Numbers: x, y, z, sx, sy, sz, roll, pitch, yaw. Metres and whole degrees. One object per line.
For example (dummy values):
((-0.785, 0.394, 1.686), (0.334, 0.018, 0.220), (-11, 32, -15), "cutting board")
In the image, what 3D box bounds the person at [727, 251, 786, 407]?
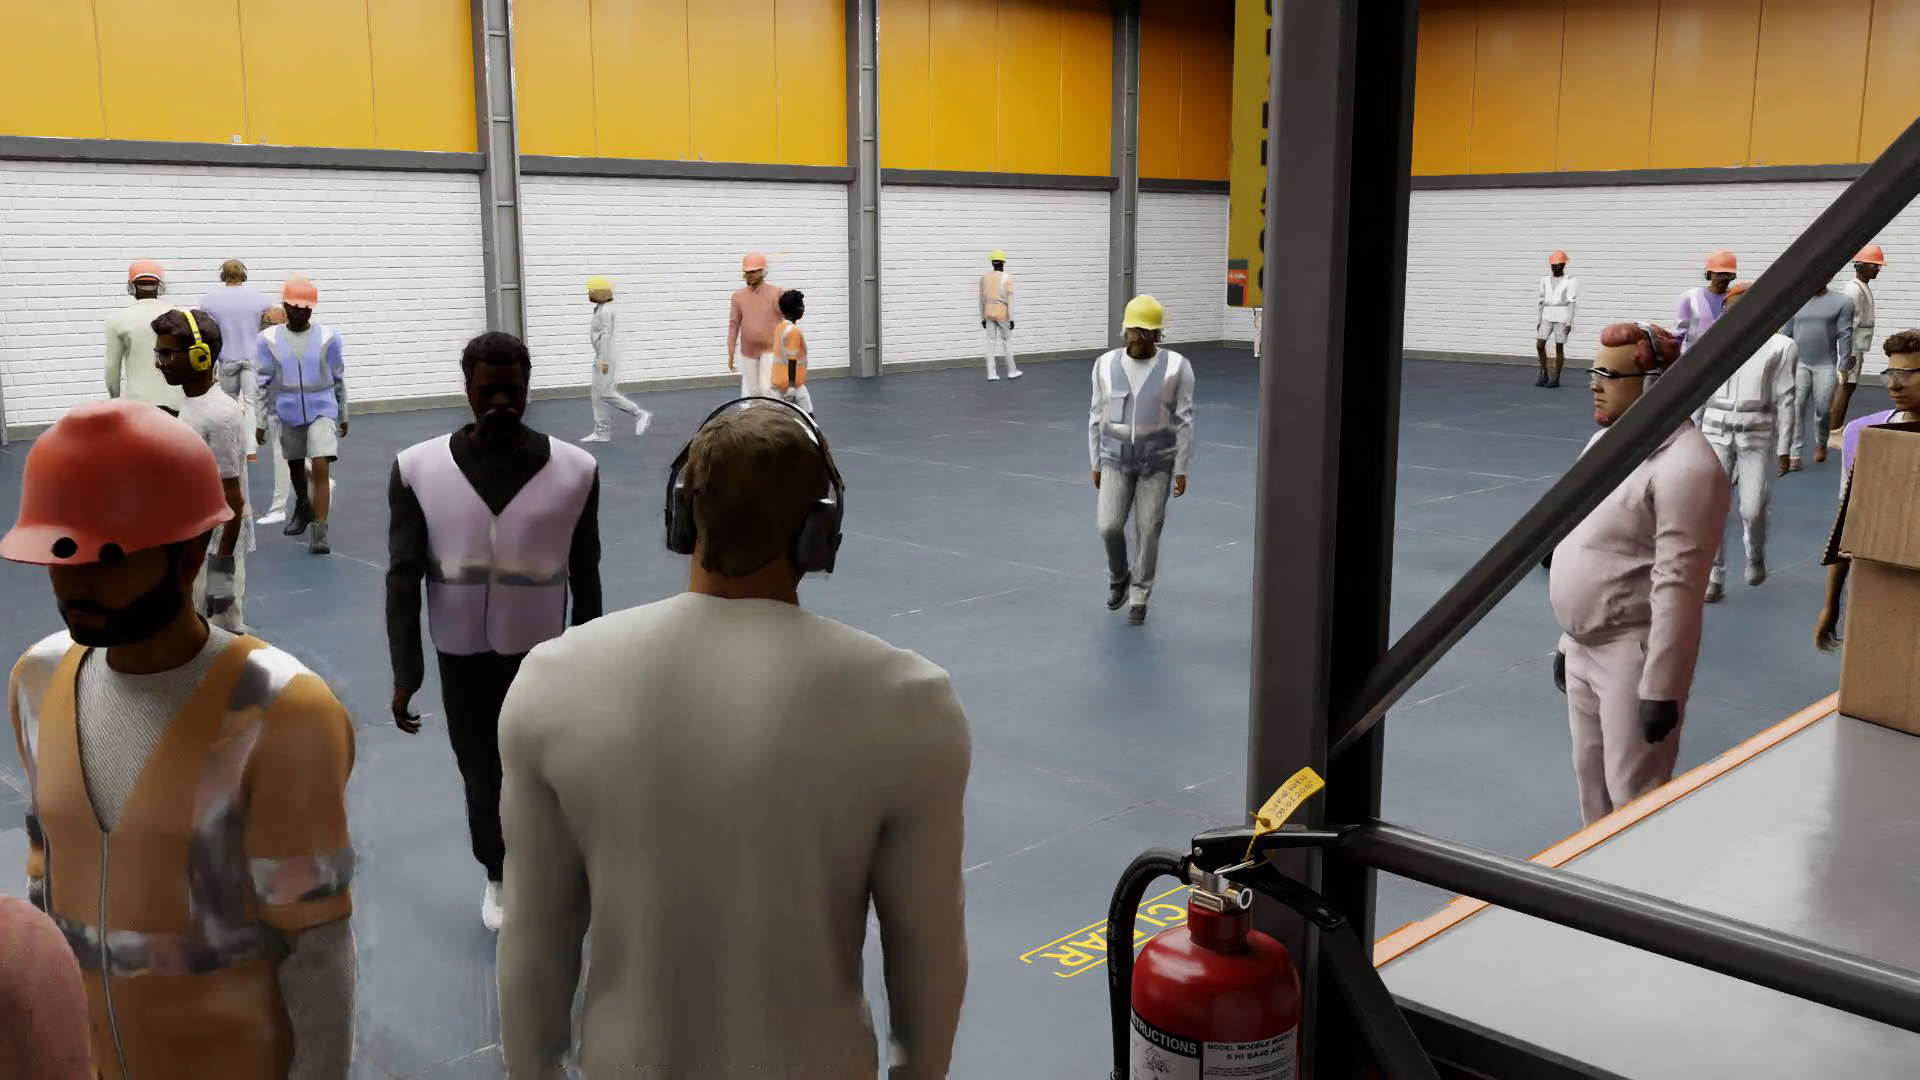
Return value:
((-1.995, -1.848, 16.407), (0.657, 1.969, 0.585), (3, 11, 16), "person")

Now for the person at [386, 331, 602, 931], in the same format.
((-1.327, 0.334, 4.813), (0.596, 1.865, 1.021), (-2, 11, -12), "person")

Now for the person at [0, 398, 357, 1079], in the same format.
((-1.105, 0.751, 2.377), (0.569, 1.916, 0.436), (3, 11, 17), "person")

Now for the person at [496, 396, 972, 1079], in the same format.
((-0.297, 0.760, 2.334), (0.634, 1.918, 0.508), (2, 11, 8), "person")

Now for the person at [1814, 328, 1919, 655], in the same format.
((3.166, 0.237, 5.482), (0.369, 1.838, 0.636), (-6, 12, -30), "person")

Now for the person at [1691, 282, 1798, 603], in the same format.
((4.561, -0.570, 9.729), (0.595, 1.866, 0.554), (8, 13, 37), "person")

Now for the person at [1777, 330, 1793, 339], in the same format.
((10.436, -2.625, 21.051), (0.646, 1.816, 0.695), (5, 12, 27), "person")

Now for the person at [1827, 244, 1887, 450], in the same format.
((8.926, -1.907, 16.539), (0.393, 2.039, 0.613), (7, 13, 34), "person")

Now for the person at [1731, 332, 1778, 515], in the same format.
((5.891, -0.946, 12.468), (0.713, 1.610, 0.499), (-4, 11, -22), "person")

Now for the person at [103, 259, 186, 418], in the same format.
((-5.742, -1.005, 11.833), (0.687, 1.959, 0.609), (9, 14, 42), "person")

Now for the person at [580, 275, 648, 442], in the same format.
((-3.605, -1.871, 17.187), (0.607, 1.728, 0.490), (-4, 11, -23), "person")

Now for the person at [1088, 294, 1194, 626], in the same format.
((0.983, -0.434, 9.128), (0.587, 1.815, 0.412), (3, 11, 15), "person")

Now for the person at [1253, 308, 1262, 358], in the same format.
((5.309, -3.976, 28.907), (0.514, 1.645, 0.308), (9, 14, 40), "person")

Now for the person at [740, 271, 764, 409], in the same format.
((-2.365, -2.282, 19.254), (0.530, 1.802, 0.962), (4, 11, 21), "person")

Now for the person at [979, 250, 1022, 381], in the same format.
((0.602, -3.307, 24.531), (0.615, 1.901, 0.760), (6, 12, 28), "person")

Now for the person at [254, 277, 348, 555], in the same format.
((-4.531, -0.880, 11.463), (0.594, 1.870, 1.066), (-3, 11, -14), "person")

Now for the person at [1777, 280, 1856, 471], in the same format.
((7.788, -1.596, 15.192), (0.636, 1.920, 0.685), (7, 12, 32), "person")

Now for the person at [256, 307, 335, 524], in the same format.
((-5.054, -0.957, 12.545), (0.509, 1.606, 0.747), (6, 12, 28), "person")

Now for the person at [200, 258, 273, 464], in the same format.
((-6.775, -1.688, 15.700), (0.639, 1.913, 0.763), (-4, 11, -19), "person")

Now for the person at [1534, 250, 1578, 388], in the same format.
((8.262, -3.065, 23.181), (0.607, 1.917, 0.578), (-10, 14, -44), "person")

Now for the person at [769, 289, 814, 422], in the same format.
((-1.563, -1.400, 14.818), (0.844, 1.663, 0.537), (-4, 11, -23), "person")

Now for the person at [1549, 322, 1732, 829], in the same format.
((1.884, 0.330, 4.763), (0.399, 1.898, 0.636), (-1, 10, -3), "person")

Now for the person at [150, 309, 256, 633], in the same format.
((-2.821, 0.074, 6.232), (0.328, 1.863, 0.509), (-8, 13, -36), "person")

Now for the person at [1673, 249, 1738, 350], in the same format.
((6.553, -1.528, 14.550), (0.691, 2.013, 0.539), (3, 11, 17), "person")

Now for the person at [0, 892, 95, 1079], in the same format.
((-1.132, 0.931, 1.591), (0.683, 1.863, 0.957), (3, 11, 17), "person")
